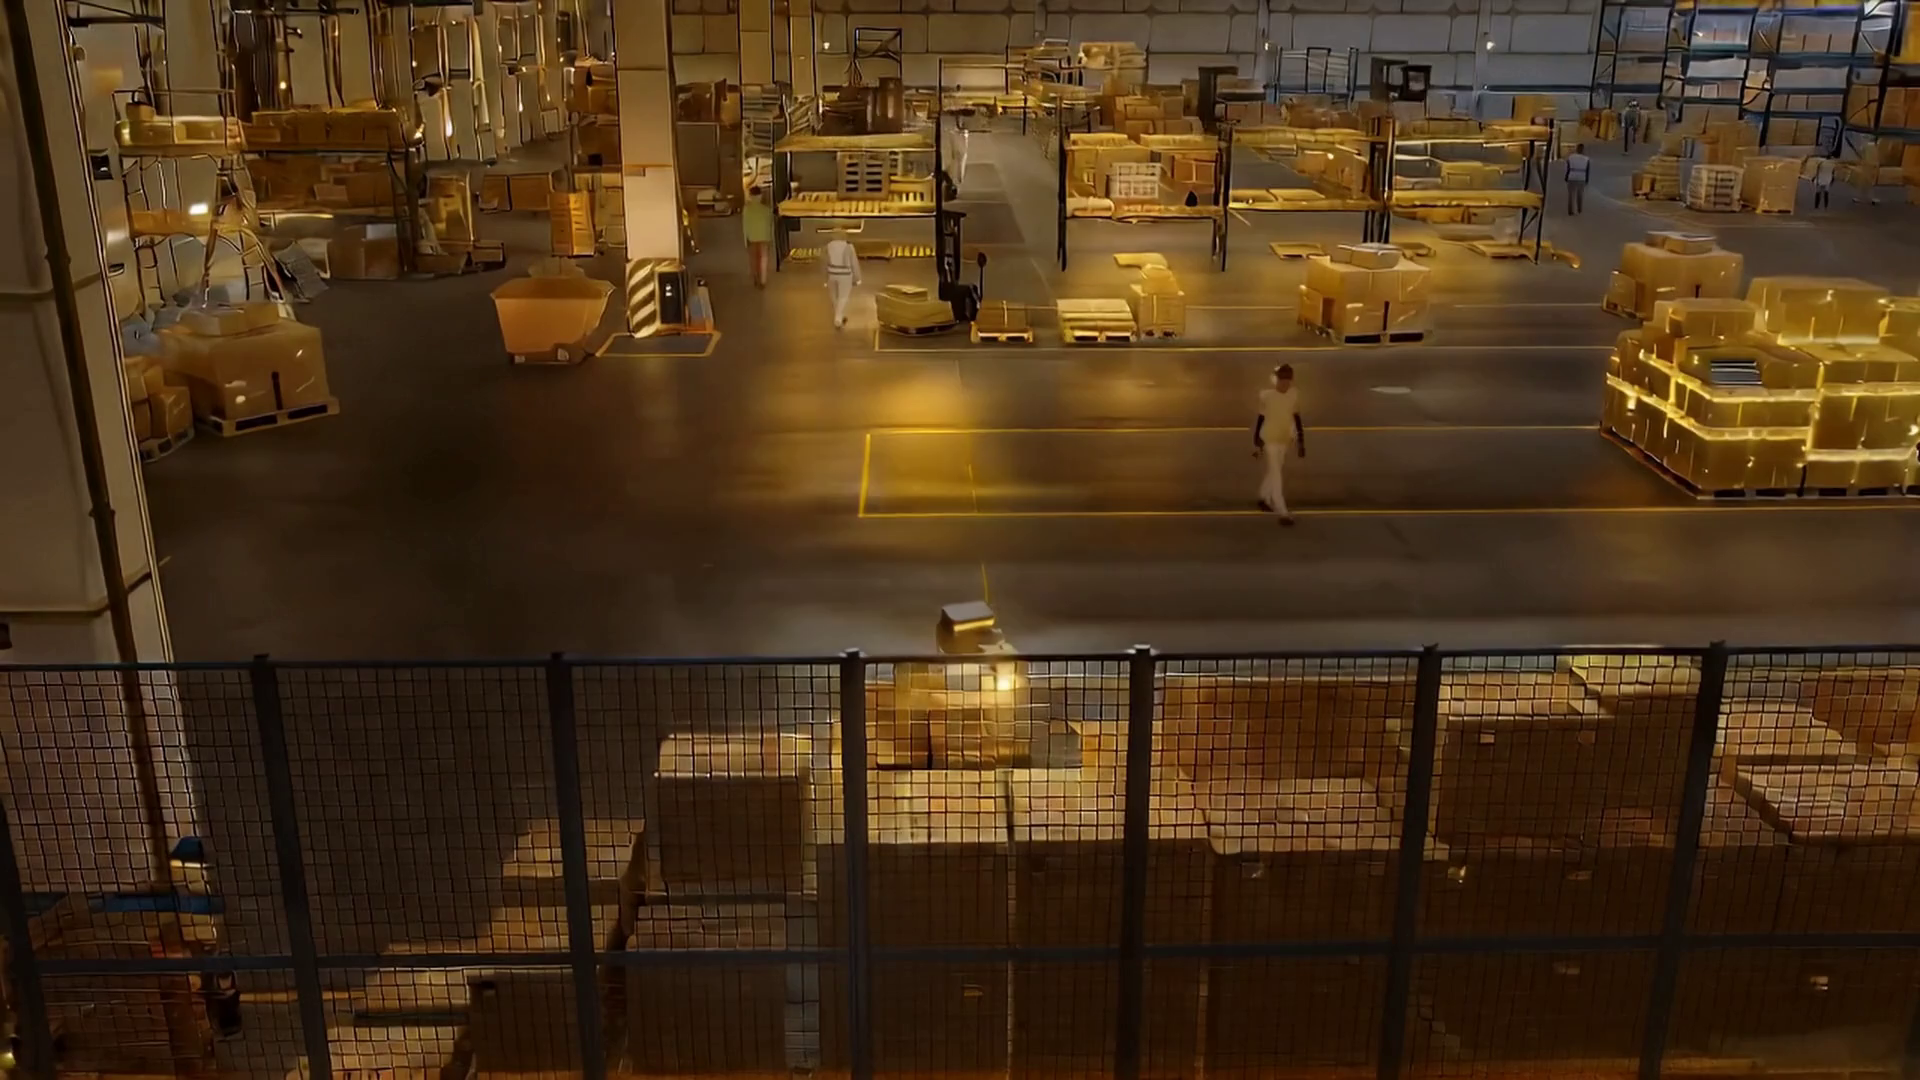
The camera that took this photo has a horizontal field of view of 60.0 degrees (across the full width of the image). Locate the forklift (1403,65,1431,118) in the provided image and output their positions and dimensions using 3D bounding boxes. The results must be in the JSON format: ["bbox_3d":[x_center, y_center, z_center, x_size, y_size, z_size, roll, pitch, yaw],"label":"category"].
[{"bbox_3d":[17.086,-16.383,62.474,1.129,2.768,1.873,8,20,22],"label":"forklift"}]

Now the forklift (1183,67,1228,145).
[{"bbox_3d":[8.914,-15.889,61.007,1.873,2.768,1.129,-1,19,-2],"label":"forklift"}]

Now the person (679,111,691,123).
[{"bbox_3d":[-9.487,-13.949,57.207,0.705,1.617,0.525,15,24,38],"label":"person"}]

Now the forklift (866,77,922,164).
[{"bbox_3d":[-2.259,-13.811,54.842,1.873,2.768,1.129,13,22,33],"label":"forklift"}]

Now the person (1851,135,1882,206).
[{"bbox_3d":[24.859,-10.149,45.556,0.657,1.865,0.976,-1,19,-2],"label":"person"}]

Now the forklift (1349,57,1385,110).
[{"bbox_3d":[17.144,-18.481,68.698,1.873,2.768,1.129,-1,19,-1],"label":"forklift"}]

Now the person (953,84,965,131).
[{"bbox_3d":[-0.035,-17.249,66.494,0.543,1.939,0.361,-11,22,-30],"label":"person"}]

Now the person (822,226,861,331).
[{"bbox_3d":[-2.095,-4.603,29.222,0.637,1.792,0.982,7,20,20],"label":"person"}]

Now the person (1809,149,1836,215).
[{"bbox_3d":[22.510,-9.338,43.392,0.540,1.698,0.317,-1,19,-3],"label":"person"}]

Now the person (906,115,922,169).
[{"bbox_3d":[-1.468,-12.816,53.650,0.585,1.731,0.367,-11,22,-30],"label":"person"}]

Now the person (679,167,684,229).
[{"bbox_3d":[-7.029,-8.553,40.774,0.355,1.887,0.573,11,21,29],"label":"person"}]

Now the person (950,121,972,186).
[{"bbox_3d":[0.018,-11.576,49.739,0.644,1.900,0.999,-2,19,-5],"label":"person"}]

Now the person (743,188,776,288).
[{"bbox_3d":[-4.005,-6.063,33.313,0.647,1.937,1.036,-2,19,-6],"label":"person"}]

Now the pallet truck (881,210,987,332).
[{"bbox_3d":[-0.493,-4.759,29.349,1.885,1.965,0.823,-13,23,-34],"label":"pallet truck"}]

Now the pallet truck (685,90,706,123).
[{"bbox_3d":[-9.671,-15.907,62.421,0.823,1.965,1.885,5,19,15],"label":"pallet truck"}]

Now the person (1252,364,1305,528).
[{"bbox_3d":[3.613,-1.106,18.789,0.542,1.819,0.973,-7,20,-19],"label":"person"}]

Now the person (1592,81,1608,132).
[{"bbox_3d":[25.791,-17.475,67.076,0.611,1.996,0.378,12,22,31],"label":"person"}]

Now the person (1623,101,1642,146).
[{"bbox_3d":[24.977,-15.410,61.526,0.745,1.606,0.546,4,19,11],"label":"person"}]

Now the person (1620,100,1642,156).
[{"bbox_3d":[23.446,-14.382,58.060,0.655,1.888,0.985,3,19,9],"label":"person"}]

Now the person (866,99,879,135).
[{"bbox_3d":[-3.015,-14.642,58.760,0.627,1.940,0.372,-2,19,-6],"label":"person"}]

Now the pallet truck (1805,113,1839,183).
[{"bbox_3d":[26.403,-11.957,50.702,0.823,1.965,1.885,6,19,16],"label":"pallet truck"}]

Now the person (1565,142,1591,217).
[{"bbox_3d":[16.057,-9.390,43.279,0.596,1.881,0.932,8,20,22],"label":"person"}]
